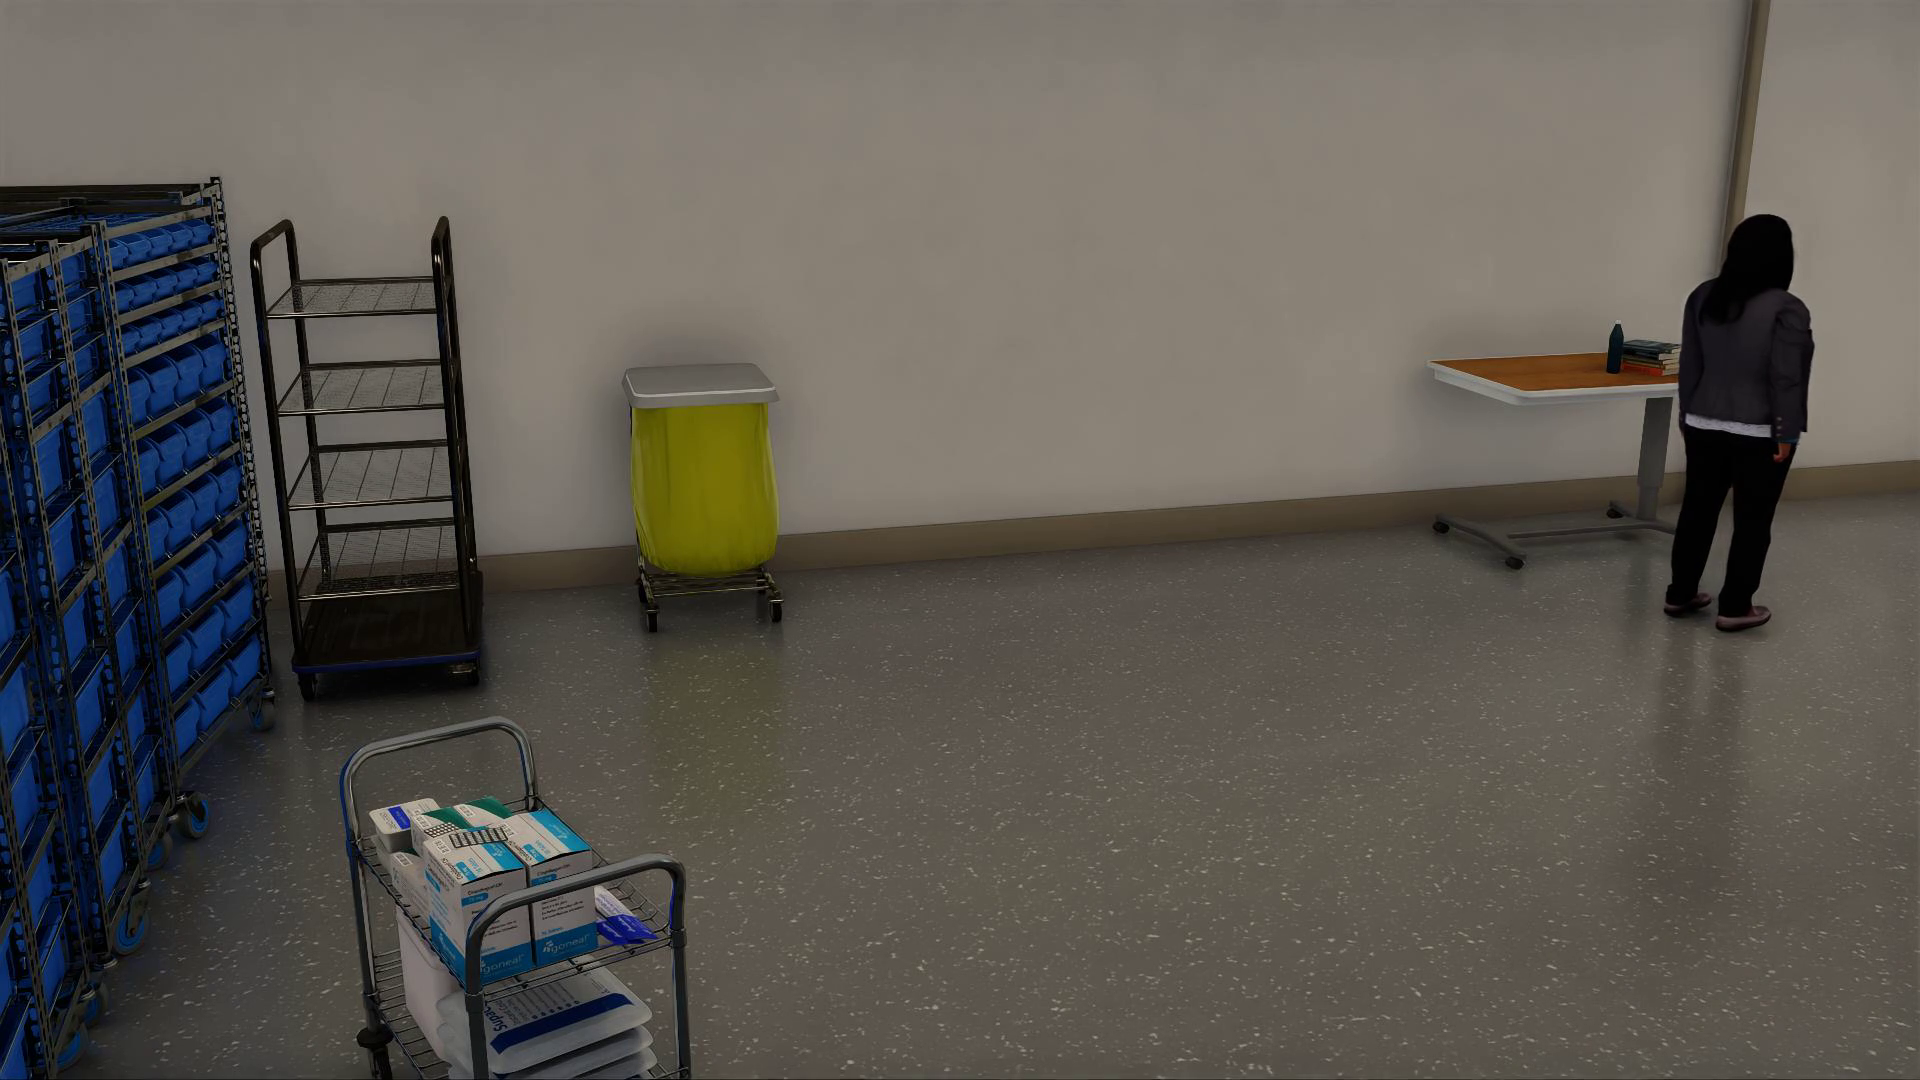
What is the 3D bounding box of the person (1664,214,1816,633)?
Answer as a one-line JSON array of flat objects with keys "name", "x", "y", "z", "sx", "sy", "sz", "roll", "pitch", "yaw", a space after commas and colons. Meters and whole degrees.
[{"name": "person", "x": 2.998, "y": -0.444, "z": 6.412, "sx": 0.741, "sy": 1.593, "sz": 0.741, "roll": -9, "pitch": 18, "yaw": -30}]
